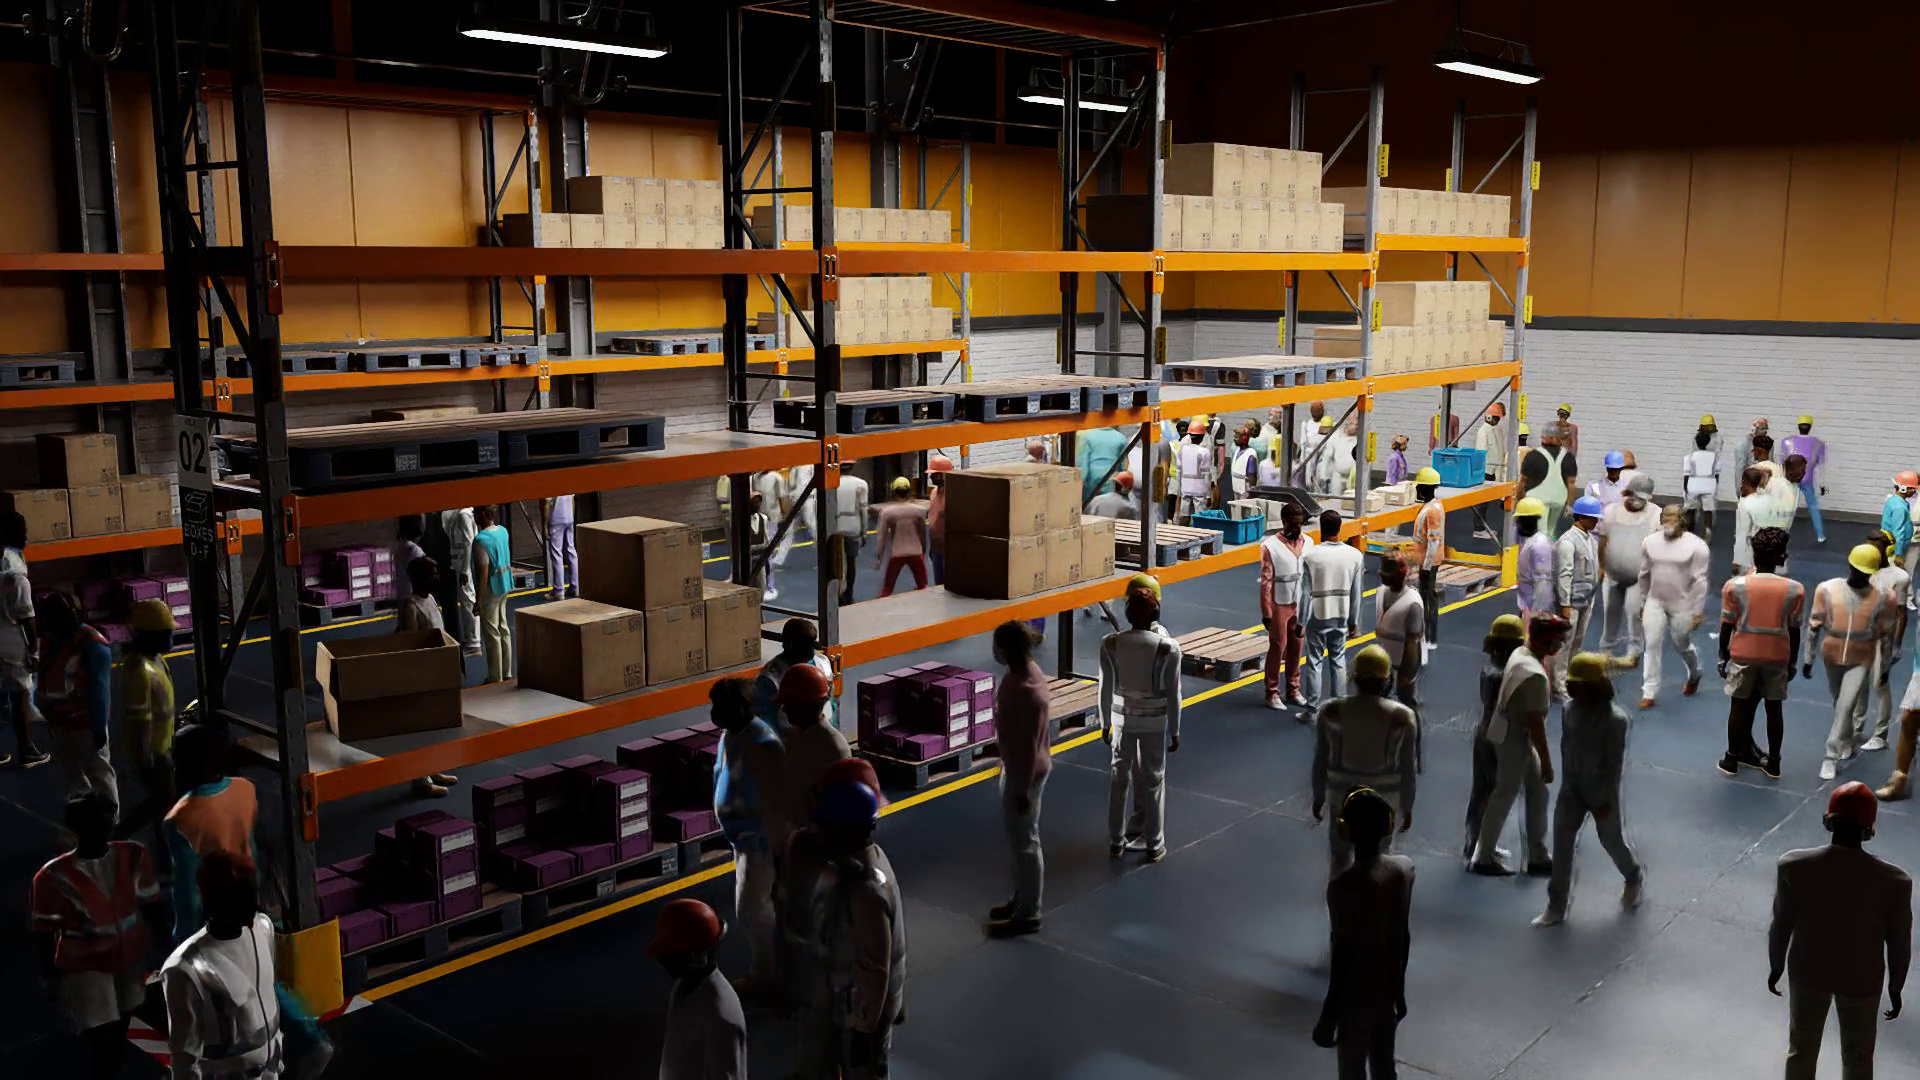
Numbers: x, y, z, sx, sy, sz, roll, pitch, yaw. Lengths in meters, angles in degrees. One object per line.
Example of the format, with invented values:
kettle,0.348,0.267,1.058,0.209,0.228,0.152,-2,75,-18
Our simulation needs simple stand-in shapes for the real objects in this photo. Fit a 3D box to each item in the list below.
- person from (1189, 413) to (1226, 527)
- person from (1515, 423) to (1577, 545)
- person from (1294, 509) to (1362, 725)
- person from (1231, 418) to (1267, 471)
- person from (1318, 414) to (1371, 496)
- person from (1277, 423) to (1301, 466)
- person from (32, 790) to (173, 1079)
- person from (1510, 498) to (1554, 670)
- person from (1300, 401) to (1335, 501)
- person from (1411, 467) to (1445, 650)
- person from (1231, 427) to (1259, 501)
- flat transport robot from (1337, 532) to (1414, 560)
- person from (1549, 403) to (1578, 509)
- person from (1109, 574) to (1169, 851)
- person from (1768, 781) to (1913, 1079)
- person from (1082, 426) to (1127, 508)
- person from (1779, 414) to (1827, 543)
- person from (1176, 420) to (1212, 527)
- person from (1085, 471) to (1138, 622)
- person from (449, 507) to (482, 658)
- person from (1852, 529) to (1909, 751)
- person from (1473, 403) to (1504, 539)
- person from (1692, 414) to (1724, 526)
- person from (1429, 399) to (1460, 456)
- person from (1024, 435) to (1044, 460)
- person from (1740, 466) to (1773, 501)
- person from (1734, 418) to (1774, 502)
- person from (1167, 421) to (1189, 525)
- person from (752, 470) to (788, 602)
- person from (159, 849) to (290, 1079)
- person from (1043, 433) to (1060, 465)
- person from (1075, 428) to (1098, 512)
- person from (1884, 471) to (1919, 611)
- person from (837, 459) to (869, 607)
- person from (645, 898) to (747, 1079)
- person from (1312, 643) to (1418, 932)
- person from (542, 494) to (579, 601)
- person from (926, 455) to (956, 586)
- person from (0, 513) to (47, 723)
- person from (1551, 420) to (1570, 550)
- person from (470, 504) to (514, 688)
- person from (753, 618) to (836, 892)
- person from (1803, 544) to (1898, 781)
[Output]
person,3.777,-1.191,25.442,0.611,2.030,0.409,5,11,29
person,7.608,-0.562,21.640,0.690,2.000,1.011,-1,10,-4
person,3.229,0.686,14.597,0.599,1.909,0.401,-3,10,-16
person,3.991,-0.715,22.859,0.372,1.940,0.630,-7,12,-37
person,5.591,-0.901,24.134,0.707,1.877,0.634,3,10,16
person,4.825,-0.894,24.673,0.540,1.691,0.320,-5,11,-29
person,-3.890,1.963,7.641,0.651,1.663,0.534,6,11,33
person,5.231,0.582,15.264,0.407,1.903,0.667,2,10,14
person,5.719,-1.297,26.553,0.595,1.871,0.583,5,11,29
person,4.885,0.198,17.436,0.369,1.928,0.586,2,10,12
person,3.868,-0.621,22.571,0.373,1.843,0.572,-2,10,-12
flat transport robot,5.895,0.057,23.215,0.652,0.197,1.431,-8,12,-40
person,9.879,-1.374,27.355,0.530,1.753,0.340,6,11,32
person,1.258,1.186,11.535,0.364,1.928,0.594,-2,10,-12
person,3.969,1.944,7.532,0.573,1.749,0.343,5,11,29
person,2.136,-0.945,24.444,0.653,1.859,0.901,2,10,14
person,12.229,-0.877,24.049,0.752,1.881,0.540,3,10,18
person,3.180,-0.650,22.475,0.542,1.938,0.357,8,13,41
person,1.735,0.073,18.850,0.596,1.703,0.533,7,12,34
person,-5.130,0.268,17.151,0.341,1.883,0.587,-4,10,-20
person,7.624,0.827,13.873,0.310,1.864,0.533,-3,10,-18
person,7.789,-1.027,24.554,0.380,1.995,0.608,5,11,28
person,11.484,-1.076,25.632,0.340,1.736,0.483,-8,12,-39
person,8.317,-1.593,28.616,0.522,1.768,0.311,-1,10,-6
person,1.173,-1.292,26.902,0.305,1.738,0.484,7,12,34
person,9.512,-0.064,19.869,0.513,1.640,0.307,-4,10,-20
person,11.168,-0.774,23.357,0.654,1.894,0.401,-4,10,-21
person,3.332,-0.949,24.973,0.538,1.695,0.320,0,10,-3
person,-2.389,-0.172,19.907,0.556,1.839,0.621,8,13,40
person,-2.751,2.084,6.305,0.337,1.883,0.584,2,10,10
person,1.479,-1.410,27.322,0.386,1.836,0.564,-3,10,-17
person,2.033,-1.335,27.095,0.525,1.760,0.340,2,10,10
person,11.033,0.006,19.439,0.514,1.643,0.307,2,10,10
person,-1.346,-0.127,19.427,0.573,1.907,0.773,-1,10,-4
person,-0.976,2.171,6.210,0.348,1.743,0.564,-4,10,-24
person,2.403,1.519,9.878,0.617,1.814,0.471,3,10,17
person,-4.828,-0.184,20.014,0.350,1.837,0.503,5,11,30
person,-0.180,0.078,17.955,0.395,1.994,0.613,-5,11,-28
person,-8.266,0.686,14.649,0.599,1.882,0.617,-4,10,-23
person,8.416,-0.775,23.523,0.341,1.840,0.504,6,11,33
person,-4.448,0.512,15.805,0.386,1.845,0.567,1,10,7
person,-1.025,1.389,10.640,0.429,1.831,0.630,8,12,39
person,7.126,0.925,13.309,0.600,1.872,0.981,7,12,38
